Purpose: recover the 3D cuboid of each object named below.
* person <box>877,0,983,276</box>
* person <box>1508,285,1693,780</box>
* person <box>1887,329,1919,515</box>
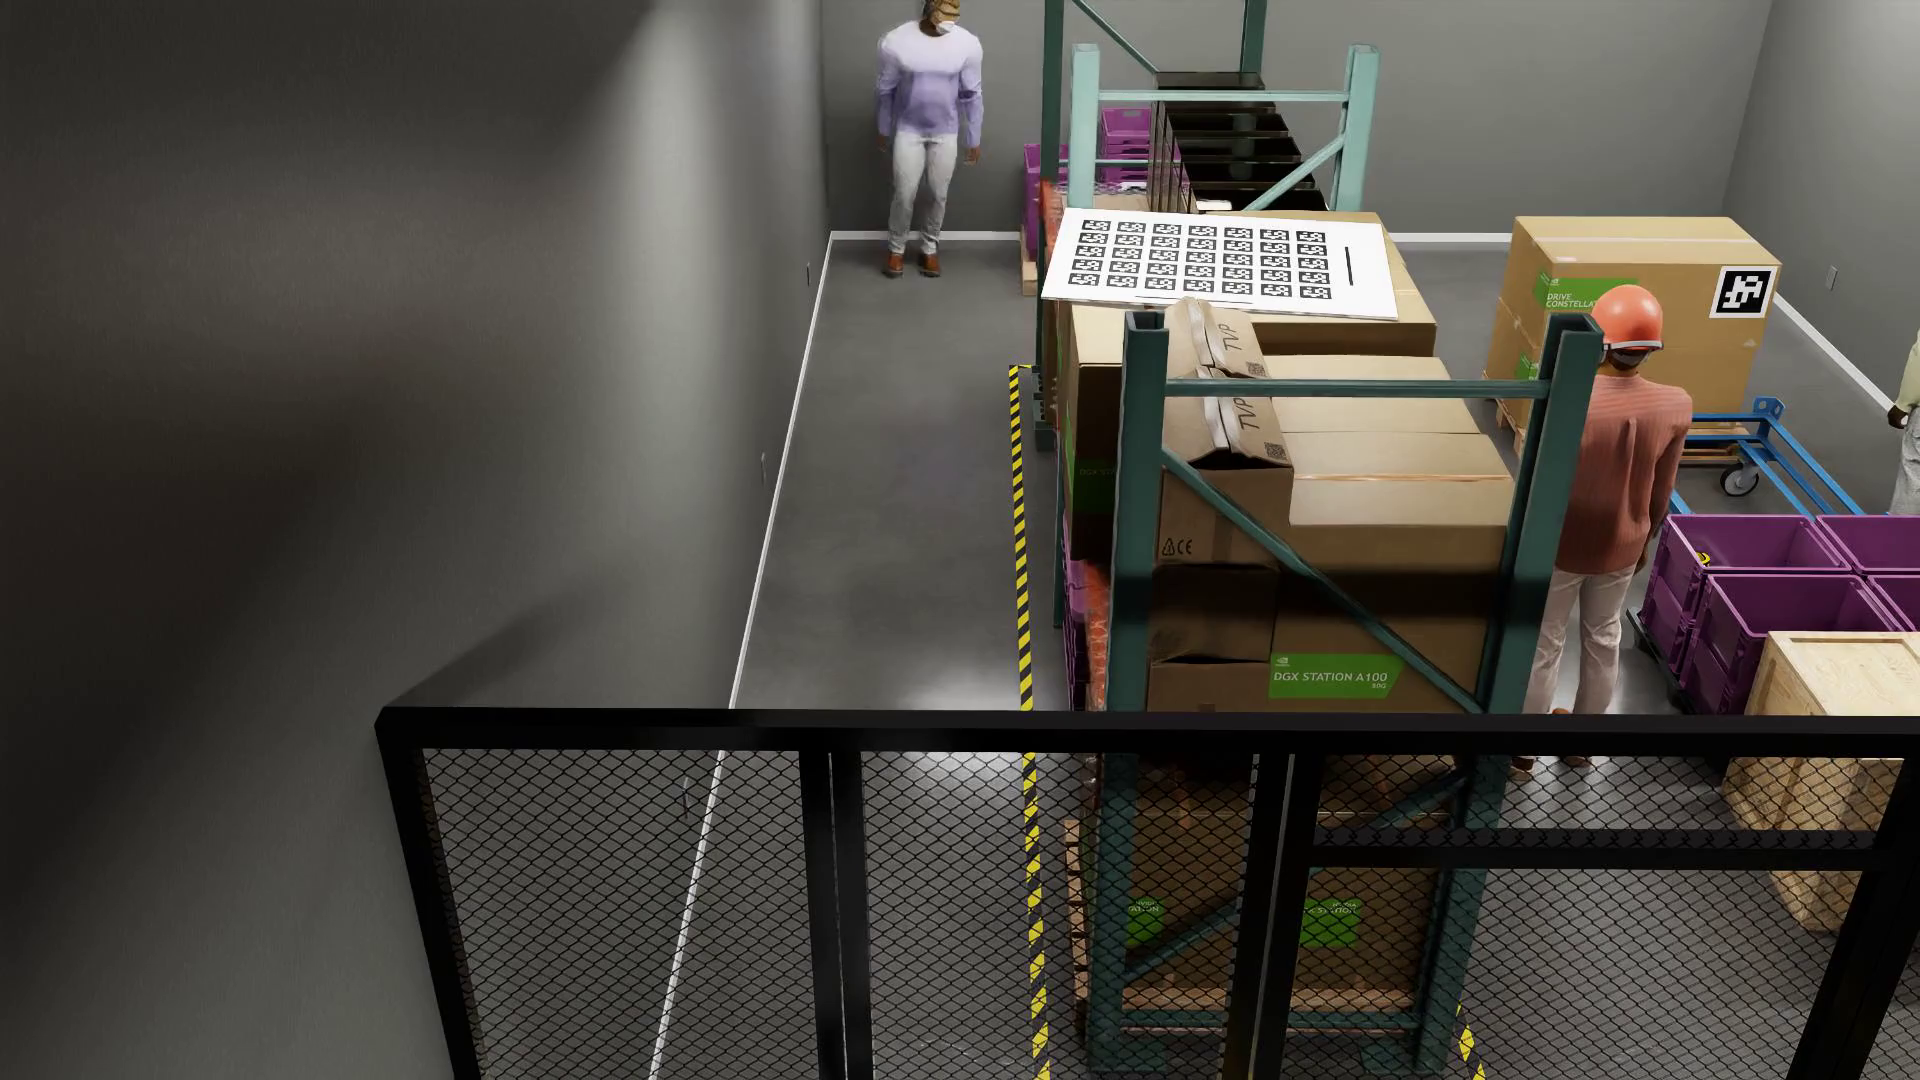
[{"bbox_3d":[-0.182,-2.572,10.524,0.663,1.901,0.462,-3,31,-4],"label":"person"},{"bbox_3d":[2.298,0.005,6.152,0.608,1.996,0.379,-7,32,-11],"label":"person"},{"bbox_3d":[4.449,-0.639,7.388,0.586,1.822,0.404,2,31,3],"label":"person"}]
